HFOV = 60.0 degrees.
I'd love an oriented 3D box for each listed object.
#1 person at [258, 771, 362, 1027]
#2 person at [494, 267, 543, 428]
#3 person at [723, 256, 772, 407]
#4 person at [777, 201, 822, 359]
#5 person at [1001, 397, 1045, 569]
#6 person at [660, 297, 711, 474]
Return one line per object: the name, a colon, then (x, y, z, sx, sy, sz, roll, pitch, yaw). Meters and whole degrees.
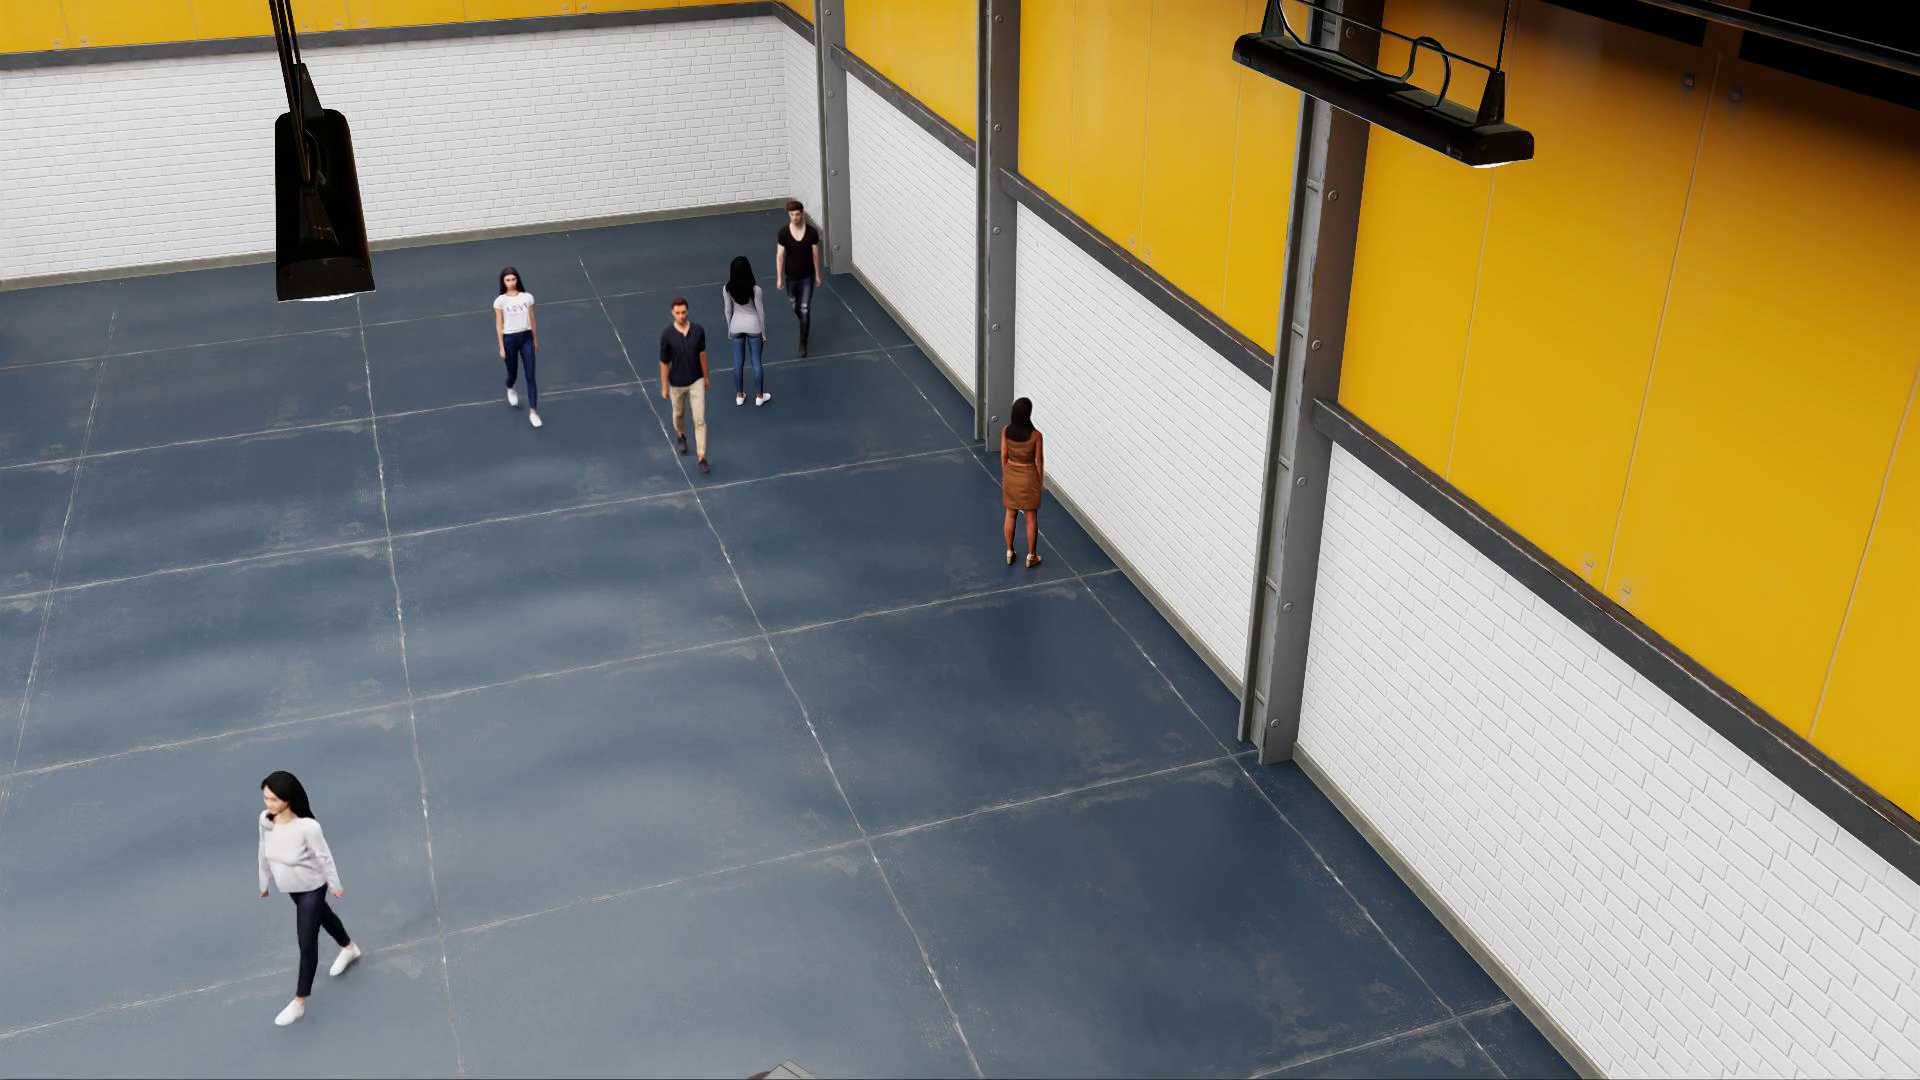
person: (-4.076, 2.131, 10.506, 1.057, 1.664, 1.126, 12, 31, 20)
person: (-4.883, -2.159, 18.281, 0.714, 1.749, 1.105, -15, 32, -25)
person: (-2.401, -2.340, 18.626, 0.686, 1.736, 0.688, 4, 29, 8)
person: (-1.923, -3.208, 20.086, 0.982, 1.862, 1.283, 2, 29, 3)
person: (0.568, -0.533, 15.361, 0.633, 1.690, 0.688, 11, 31, 20)
person: (-2.873, -1.666, 17.310, 0.696, 1.813, 1.181, -9, 30, -15)
